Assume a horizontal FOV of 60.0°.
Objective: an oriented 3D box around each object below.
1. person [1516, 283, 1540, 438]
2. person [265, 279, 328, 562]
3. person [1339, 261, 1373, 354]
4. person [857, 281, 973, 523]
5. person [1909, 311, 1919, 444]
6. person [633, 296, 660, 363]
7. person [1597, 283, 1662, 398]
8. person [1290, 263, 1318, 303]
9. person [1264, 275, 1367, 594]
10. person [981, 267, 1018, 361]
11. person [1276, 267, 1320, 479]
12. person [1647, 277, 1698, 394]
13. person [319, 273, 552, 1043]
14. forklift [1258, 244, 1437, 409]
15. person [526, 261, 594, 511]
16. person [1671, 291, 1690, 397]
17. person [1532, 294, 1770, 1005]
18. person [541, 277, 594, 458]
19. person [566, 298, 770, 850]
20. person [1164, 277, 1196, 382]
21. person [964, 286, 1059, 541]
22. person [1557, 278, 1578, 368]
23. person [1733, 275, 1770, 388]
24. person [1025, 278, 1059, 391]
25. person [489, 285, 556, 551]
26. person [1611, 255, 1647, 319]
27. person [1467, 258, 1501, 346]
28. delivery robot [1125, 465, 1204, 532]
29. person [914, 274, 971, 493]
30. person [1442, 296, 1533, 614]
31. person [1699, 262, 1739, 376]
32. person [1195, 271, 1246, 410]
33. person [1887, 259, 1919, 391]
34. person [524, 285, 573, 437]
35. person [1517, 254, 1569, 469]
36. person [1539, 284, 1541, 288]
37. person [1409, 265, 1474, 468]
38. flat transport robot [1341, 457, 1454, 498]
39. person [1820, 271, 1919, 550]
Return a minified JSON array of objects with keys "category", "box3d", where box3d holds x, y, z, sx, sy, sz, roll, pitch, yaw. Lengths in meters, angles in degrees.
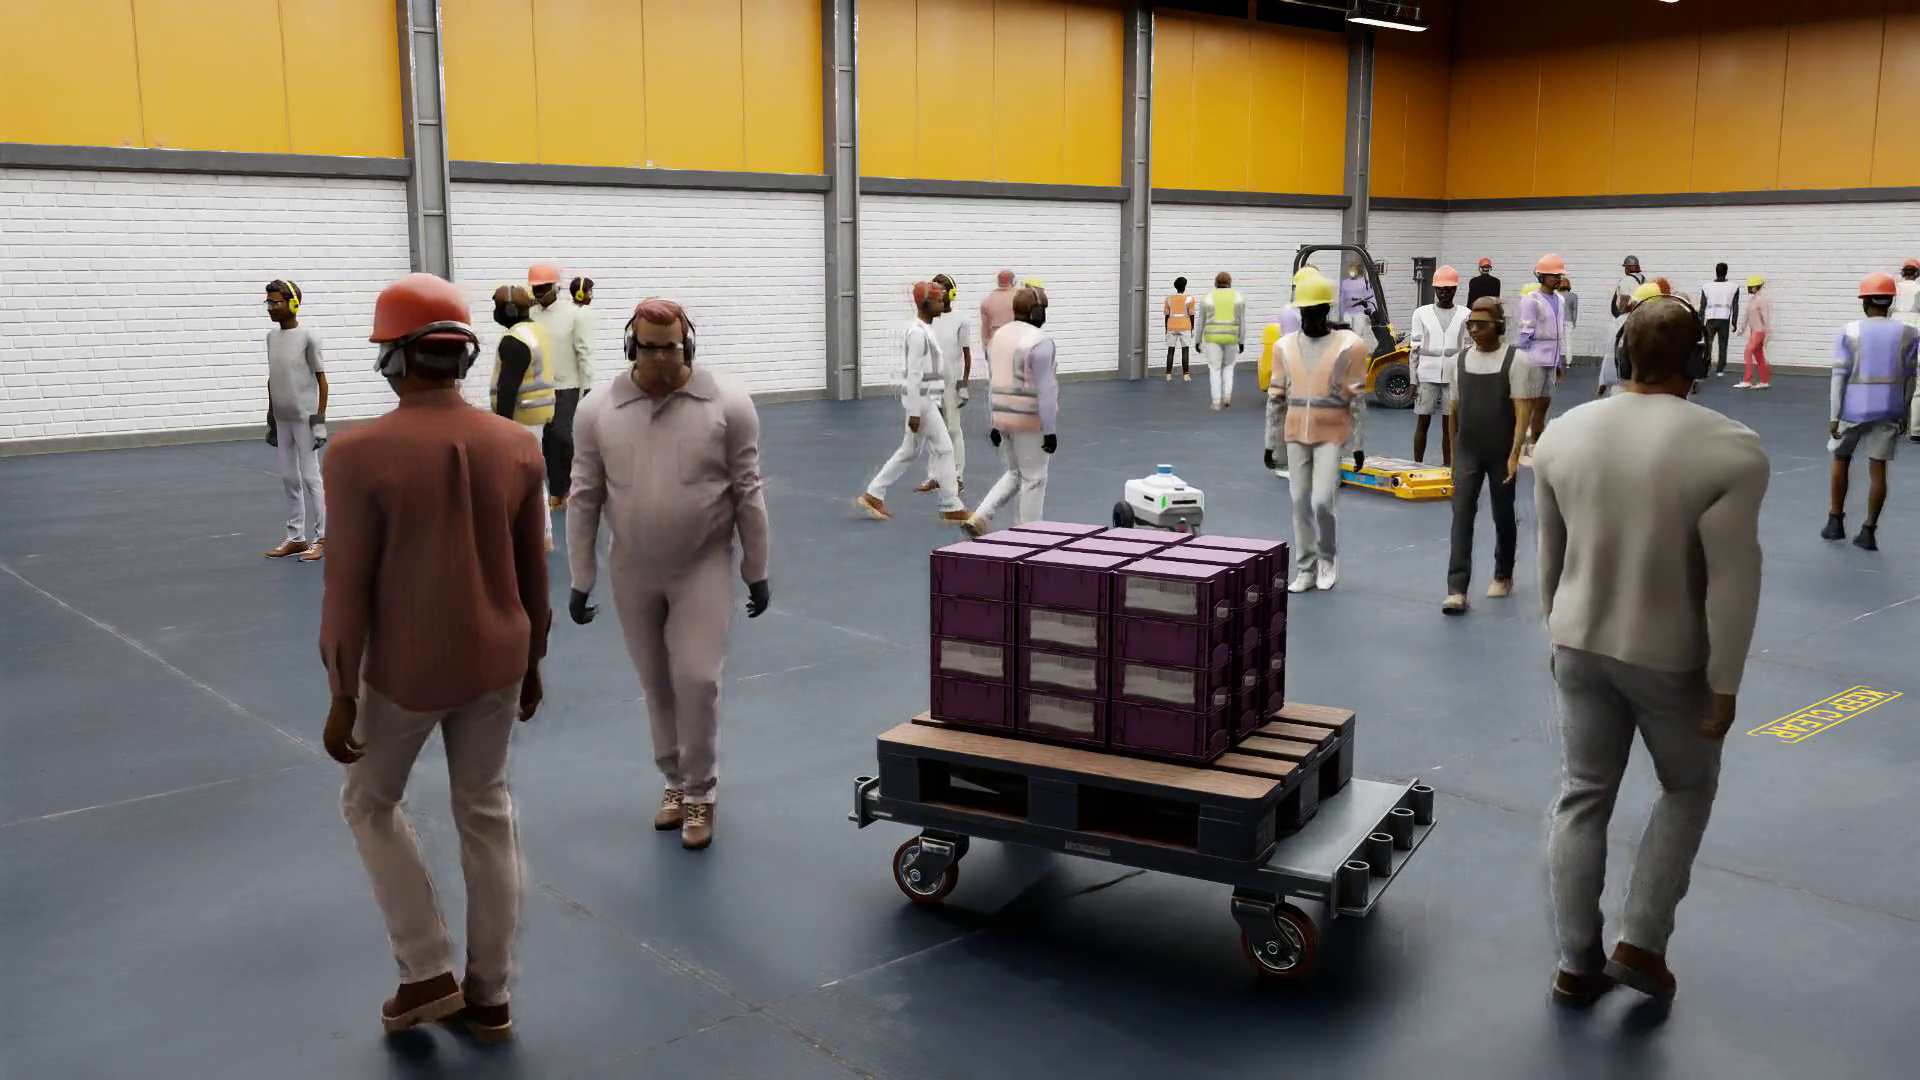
[{"category":"person","box3d":[6.285,-1.976,18.420,0.466,1.725,0.502,-1,10,-7]},{"category":"person","box3d":[-4.427,-0.789,11.059,0.533,1.869,0.311,5,11,27]},{"category":"person","box3d":[7.200,-4.094,30.245,0.500,1.928,0.629,-9,13,-44]},{"category":"person","box3d":[-0.330,-1.041,12.615,0.942,1.849,0.589,0,10,2]},{"category":"person","box3d":[10.417,-1.914,17.753,0.404,1.833,0.591,1,10,8]},{"category":"person","box3d":[-3.171,-1.774,17.623,0.500,1.590,0.852,3,10,16]},{"category":"person","box3d":[6.177,-1.454,15.244,0.917,1.770,0.660,-1,10,-3]},{"category":"person","box3d":[4.419,-2.576,21.366,0.367,1.934,0.630,-1,10,-8]},{"category":"person","box3d":[2.100,-0.615,9.917,0.609,1.907,0.427,7,12,35]},{"category":"person","box3d":[0.552,-2.300,19.840,0.660,1.889,0.626,5,11,27]},{"category":"person","box3d":[3.100,-1.506,15.096,0.379,1.926,0.621,7,12,37]},{"category":"person","box3d":[6.453,-1.471,15.158,0.645,1.845,0.887,1,10,3]},{"category":"person","box3d":[-1.337,0.318,4.257,0.469,1.975,0.661,9,13,43]},{"category":"forklift","box3d":[5.256,-2.933,22.661,2.313,2.155,1.214,3,10,16]},{"category":"person","box3d":[-3.250,-1.201,13.146,0.664,1.977,0.495,2,10,14]},{"category":"person","box3d":[8.142,-2.022,18.985,0.539,1.620,0.543,-1,10,-5]},{"category":"person","box3d":[1.808,0.316,4.452,0.637,1.925,0.458,9,13,43]},{"category":"person","box3d":[-3.910,-1.715,16.679,1.006,1.814,0.567,-6,11,-29]},{"category":"person","box3d":[-1.017,0.118,5.716,0.690,1.871,0.653,1,10,3]},{"category":"person","box3d":[3.541,-3.393,26.839,0.531,1.691,0.321,4,11,23]},{"category":"person","box3d":[0.379,-0.752,10.989,0.547,1.831,0.640,-6,11,-30]},{"category":"person","box3d":[10.937,-3.939,30.189,0.498,1.633,0.284,2,10,12]},{"category":"person","box3d":[12.077,-3.165,25.371,0.711,1.736,0.532,1,10,7]},{"category":"person","box3d":[0.948,-2.858,23.620,0.927,1.712,0.552,1,10,4]},{"category":"person","box3d":[-3.048,-0.820,11.359,0.563,1.822,0.652,0,10,-2]},{"category":"person","box3d":[11.777,-4.004,29.379,0.689,2.000,0.537,-7,12,-36]},{"category":"person","box3d":[9.796,-4.278,31.148,0.609,1.986,0.402,-1,10,-3]},{"category":"delivery robot","box3d":[1.431,-0.286,11.683,0.477,0.478,0.707,-3,10,-17]},{"category":"person","box3d":[-0.140,-1.321,14.171,0.521,1.874,0.328,7,12,35]},{"category":"person","box3d":[3.037,-0.497,9.599,0.500,1.816,0.944,6,12,33]},{"category":"person","box3d":[12.772,-3.706,28.007,0.592,1.922,0.408,4,11,23]},{"category":"person","box3d":[3.425,-2.626,21.971,0.647,1.811,0.568,0,10,-2]},{"category":"person","box3d":[14.048,-3.159,24.684,0.671,1.989,1.013,9,13,42]},{"category":"person","box3d":[-4.775,-1.969,18.400,0.900,1.726,0.525,-4,10,-22]},{"category":"person","box3d":[5.591,-1.704,15.908,0.615,2.040,0.391,-7,12,-37]},{"category":"person","box3d":[9.652,-3.482,27.518,0.505,1.633,0.279,4,10,20]},{"category":"person","box3d":[4.197,-1.415,14.519,0.543,1.939,0.362,2,10,10]},{"category":"flat transport robot","box3d":[3.720,-0.559,14.388,0.652,0.197,1.431,-4,11,-23]},{"category":"person","box3d":[6.350,-0.907,11.639,0.550,1.914,0.722,3,10,18]}]
